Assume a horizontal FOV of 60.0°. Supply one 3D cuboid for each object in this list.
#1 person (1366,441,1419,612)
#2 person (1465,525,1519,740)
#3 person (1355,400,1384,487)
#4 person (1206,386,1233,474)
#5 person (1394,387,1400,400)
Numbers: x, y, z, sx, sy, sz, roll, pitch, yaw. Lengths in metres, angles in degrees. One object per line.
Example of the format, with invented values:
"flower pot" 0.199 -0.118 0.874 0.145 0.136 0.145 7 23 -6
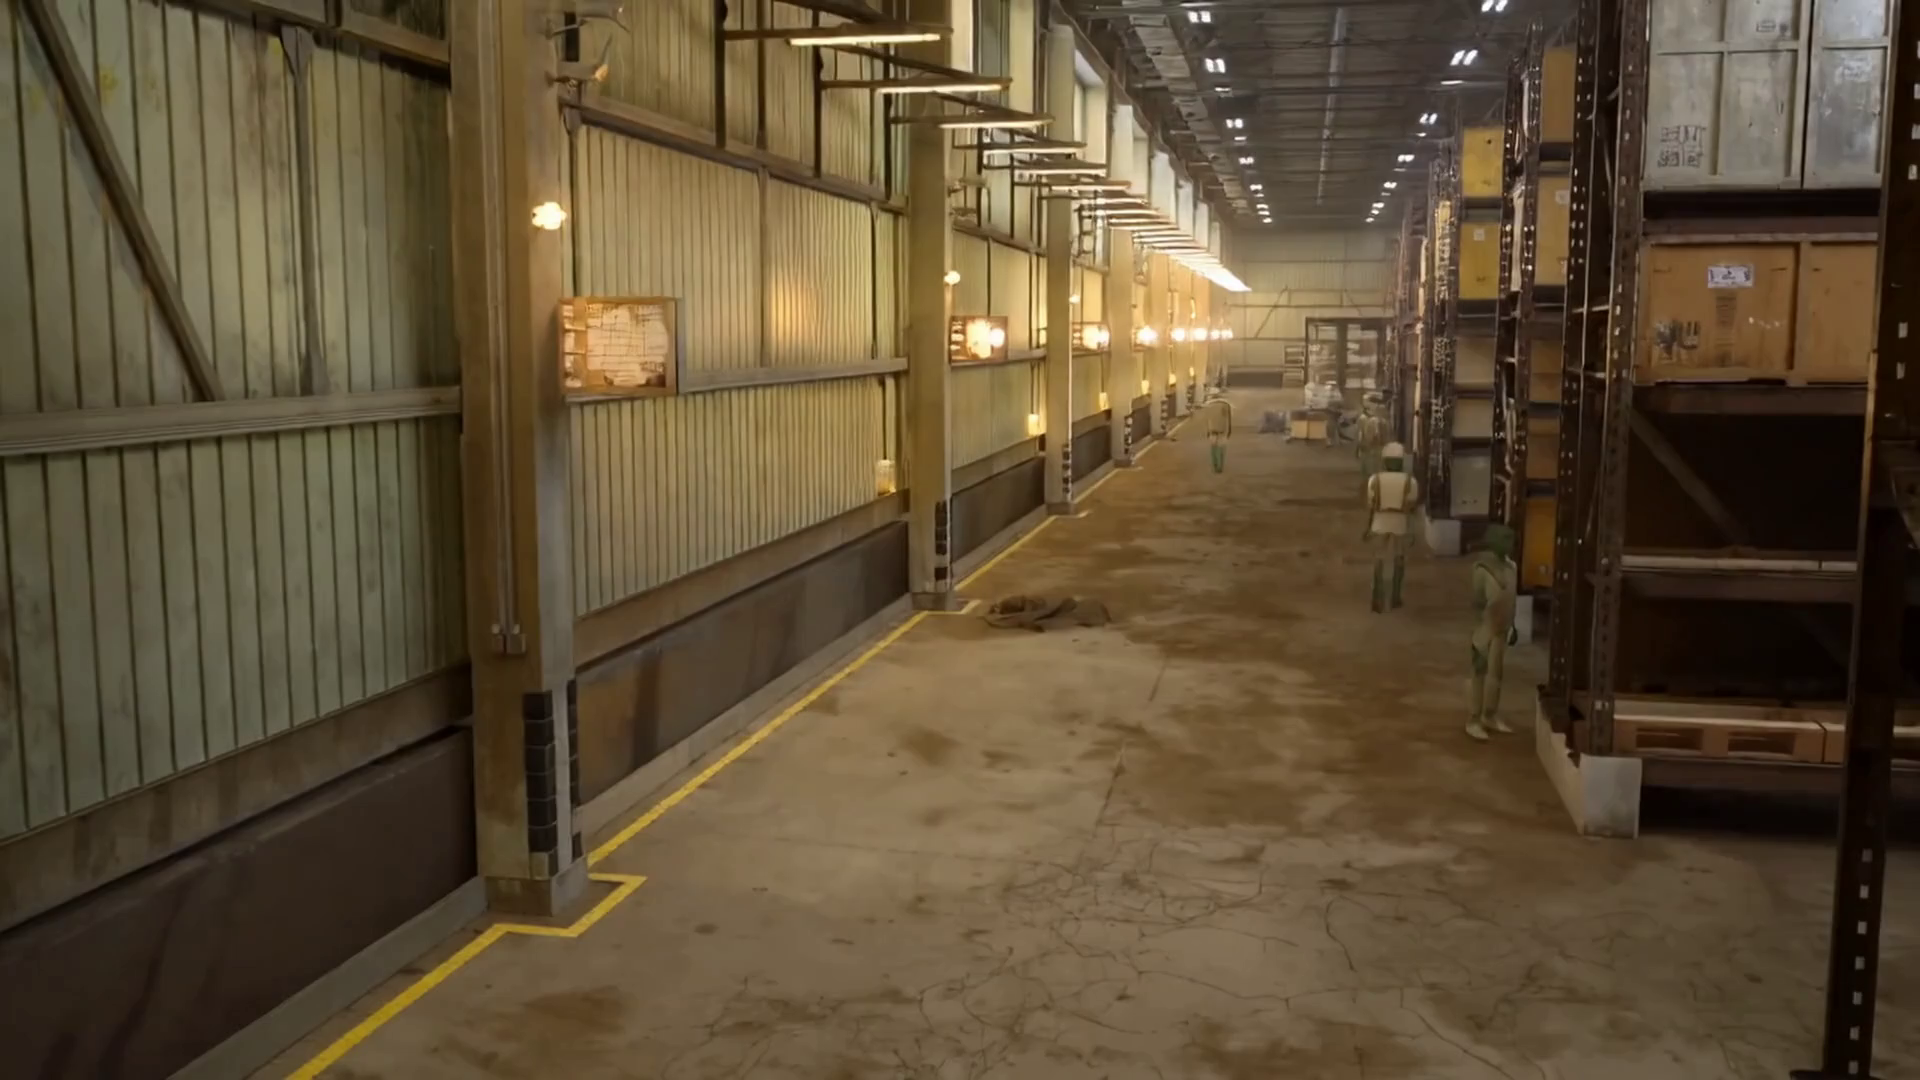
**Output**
"person" 4.726 -0.122 18.206 0.559 1.916 0.680 3 8 24
"person" 4.078 0.697 12.736 0.514 1.639 0.311 -5 9 -35
"person" 8.203 -1.933 33.339 0.565 1.750 0.341 2 7 13
"person" 5.677 -2.393 36.340 0.555 1.918 0.407 2 8 19
"person" 12.415 -3.599 46.766 0.346 1.735 0.485 -5 9 -37
